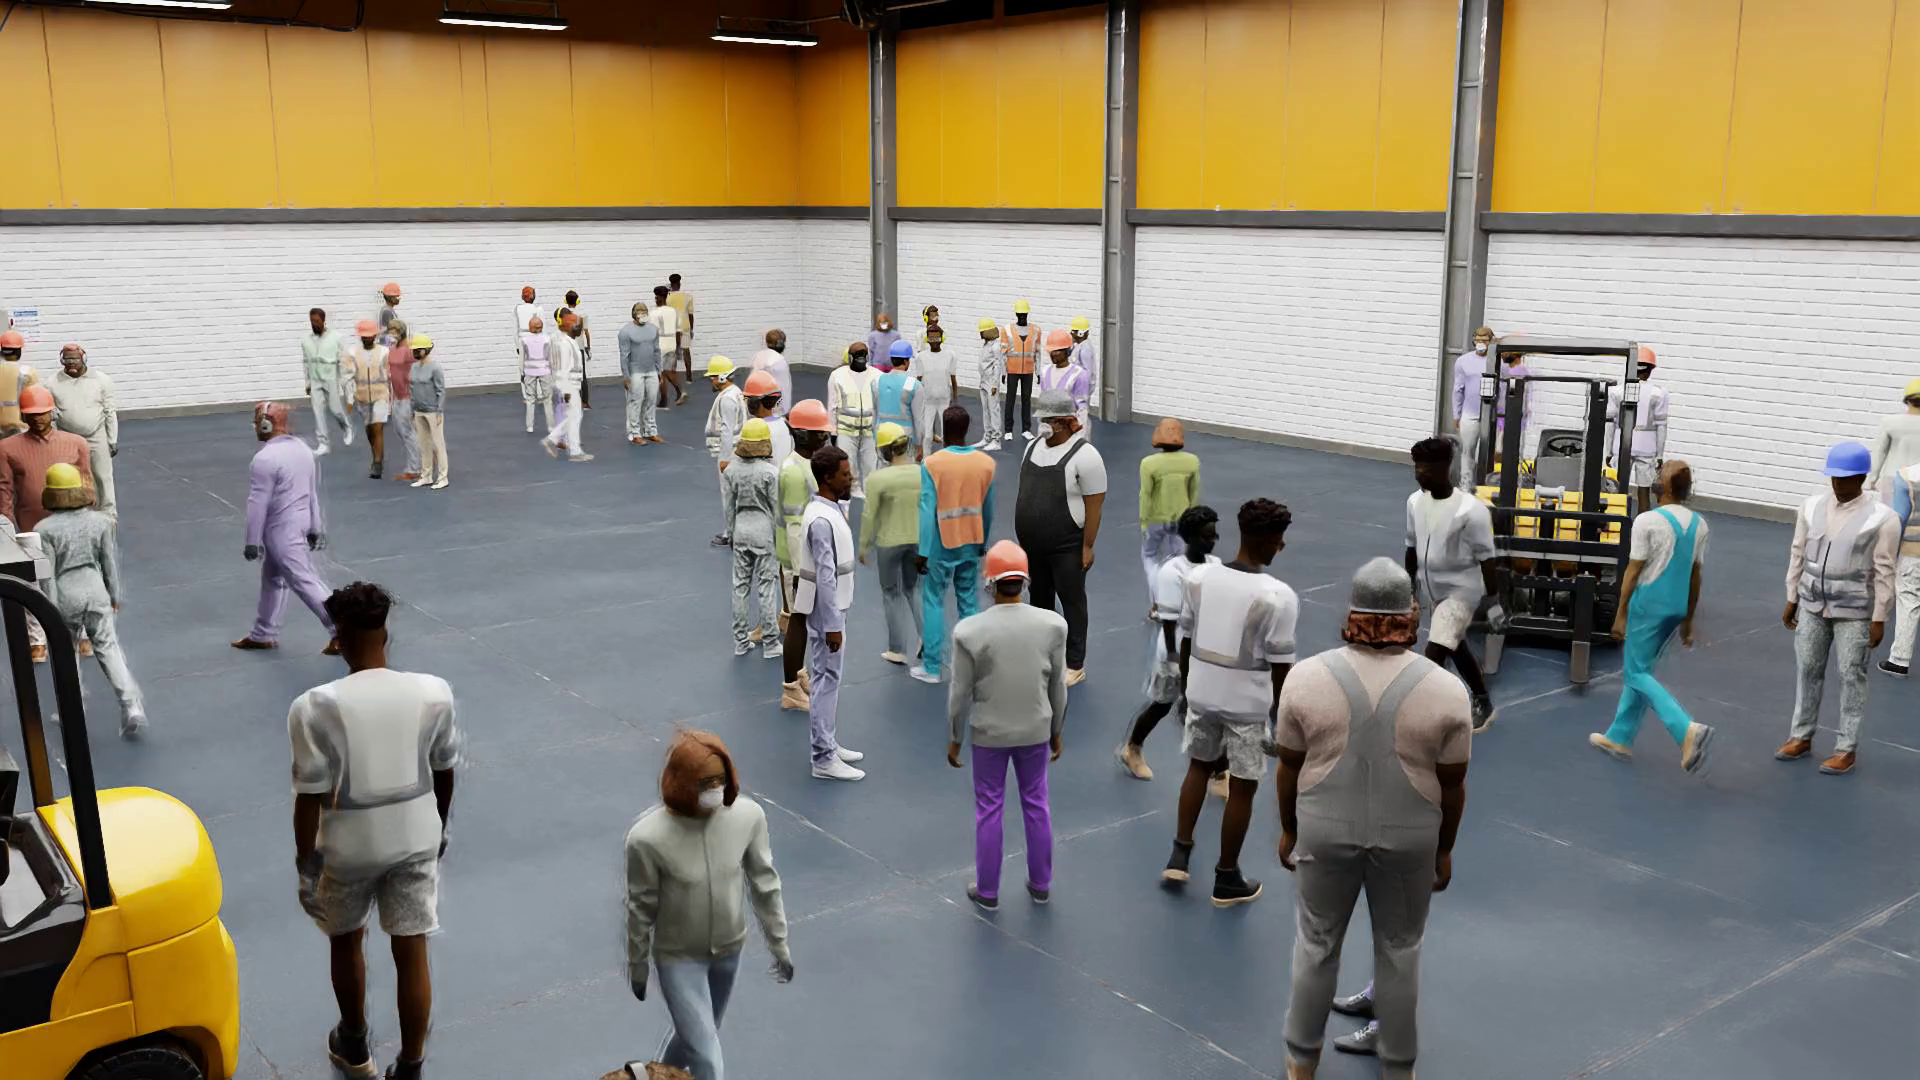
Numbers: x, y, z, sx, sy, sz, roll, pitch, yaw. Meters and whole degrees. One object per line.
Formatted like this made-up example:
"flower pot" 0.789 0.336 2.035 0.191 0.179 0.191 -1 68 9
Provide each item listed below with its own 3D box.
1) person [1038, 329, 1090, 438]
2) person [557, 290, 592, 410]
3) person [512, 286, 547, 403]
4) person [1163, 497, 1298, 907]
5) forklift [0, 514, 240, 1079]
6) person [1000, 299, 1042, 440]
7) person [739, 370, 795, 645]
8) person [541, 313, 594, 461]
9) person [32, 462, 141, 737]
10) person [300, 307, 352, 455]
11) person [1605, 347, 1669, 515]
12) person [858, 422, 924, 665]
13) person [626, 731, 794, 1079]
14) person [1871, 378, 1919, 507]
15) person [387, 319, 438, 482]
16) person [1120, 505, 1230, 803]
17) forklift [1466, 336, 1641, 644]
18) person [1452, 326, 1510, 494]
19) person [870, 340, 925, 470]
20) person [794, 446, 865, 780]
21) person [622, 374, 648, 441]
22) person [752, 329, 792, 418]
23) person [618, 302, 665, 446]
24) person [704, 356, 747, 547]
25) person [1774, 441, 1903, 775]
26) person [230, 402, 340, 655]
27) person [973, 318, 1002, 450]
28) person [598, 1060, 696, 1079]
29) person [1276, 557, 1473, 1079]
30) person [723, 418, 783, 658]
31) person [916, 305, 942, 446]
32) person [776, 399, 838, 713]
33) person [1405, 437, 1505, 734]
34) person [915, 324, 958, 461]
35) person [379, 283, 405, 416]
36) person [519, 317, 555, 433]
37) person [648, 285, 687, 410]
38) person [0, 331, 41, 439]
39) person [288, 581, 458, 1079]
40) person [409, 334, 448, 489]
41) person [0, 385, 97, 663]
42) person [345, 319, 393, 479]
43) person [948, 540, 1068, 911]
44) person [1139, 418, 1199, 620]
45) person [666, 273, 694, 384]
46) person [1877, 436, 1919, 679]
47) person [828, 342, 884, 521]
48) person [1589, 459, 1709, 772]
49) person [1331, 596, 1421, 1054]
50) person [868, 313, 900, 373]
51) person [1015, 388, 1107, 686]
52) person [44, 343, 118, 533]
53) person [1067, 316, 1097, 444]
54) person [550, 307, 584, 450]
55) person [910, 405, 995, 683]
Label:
"person" 0.981 -1.059 16.368 0.398 2.034 0.610 -11 16 -43
"person" -6.020 -2.956 25.932 0.532 1.868 0.310 -3 12 -13
"person" -6.892 -3.134 26.747 0.574 1.887 0.356 3 12 12
"person" 1.278 0.757 7.814 0.647 1.939 0.461 11 16 42
"forklift" -3.687 1.115 5.480 2.313 2.155 1.214 -9 15 -36
"person" 0.836 -2.325 22.737 0.587 1.928 0.381 -2 12 -12
"person" -1.452 -0.236 12.365 0.377 2.045 0.605 7 14 30
"person" -4.991 -1.927 20.998 0.641 1.857 0.646 -1 12 -3
"person" -5.404 0.368 10.267 0.836 1.707 0.494 8 14 35
"person" -8.242 -2.085 21.652 0.601 1.895 0.690 1 12 5
"person" 6.318 -0.838 15.562 0.547 1.926 0.390 8 14 34
"person" -0.424 0.031 11.815 0.558 1.737 0.454 -7 14 -30
"person" -0.884 1.382 5.653 0.520 1.595 0.851 -8 14 -34
"person" 8.313 -0.547 14.618 0.528 1.746 0.737 5 13 23
"person" -6.415 -1.651 19.532 0.586 1.911 0.665 -11 16 -42
"person" 1.246 0.607 9.240 0.533 1.663 0.873 -8 14 -35
"forklift" 4.683 -0.471 13.136 1.214 2.155 2.313 4 12 20
"person" 5.663 -1.360 18.091 0.623 1.932 0.372 6 13 28
"person" -0.595 -0.980 16.229 0.601 1.939 0.410 7 13 29
"person" -0.755 0.410 9.549 0.391 1.922 0.593 -1 12 -4
"person" -4.378 -2.175 22.717 0.513 1.638 0.313 -9 15 -37
"person" -2.136 -1.501 19.023 0.436 1.819 0.653 -6 13 -28
"person" -4.262 -2.225 22.269 0.387 1.927 0.640 11 16 42
"person" -2.222 -0.846 15.863 0.403 1.821 0.602 -1 12 -3
"person" 5.077 0.385 9.640 0.418 1.939 0.615 -7 14 -31
"person" -4.875 -0.078 12.067 1.008 1.861 0.654 1 12 3
"person" 0.367 -2.050 21.879 0.305 1.736 0.484 -5 13 -23
"person" -0.534 1.799 3.024 0.331 1.844 0.519 -8 14 -34
"person" 1.513 1.051 6.162 0.687 2.000 0.541 3 12 15
"person" -1.464 -0.016 12.035 0.493 1.743 0.295 5 13 25
"person" -0.385 -2.212 22.333 0.328 1.872 0.514 8 14 34
"person" -0.983 0.101 10.775 0.406 2.035 0.607 1 12 3
"person" 2.978 0.313 10.096 1.026 1.893 0.665 -6 13 -25
"person" -0.271 -1.573 19.282 0.510 1.861 0.324 0 12 -1
"person" -8.532 -2.864 25.120 0.446 2.028 0.605 -4 13 -21
"person" -5.953 -2.321 23.452 0.513 1.630 0.318 -2 12 -8
"person" -4.593 -2.985 25.865 0.477 1.951 0.617 8 14 33
"person" -9.928 -1.258 17.625 0.565 1.906 0.794 -1 12 -3
"person" -2.176 1.100 6.173 0.620 1.928 0.769 -8 14 -33
"person" -6.082 -1.462 18.965 0.525 1.769 0.315 7 14 30
"person" -6.509 -0.116 11.906 0.614 1.993 0.395 -7 13 -30
"person" -7.033 -1.718 19.932 0.555 1.890 1.013 -2 12 -9
"person" 0.220 0.863 7.769 0.567 1.750 0.341 -3 12 -14
"person" 1.612 -0.147 12.972 0.505 1.618 0.333 -3 12 -12
"person" -5.003 -3.734 29.459 0.605 1.962 0.373 -4 12 -18
"person" 6.664 0.056 11.470 0.588 1.834 0.403 0 12 2
"person" -1.042 -1.115 17.101 0.626 1.847 0.429 -3 12 -13
"person" 4.097 0.441 9.651 0.576 1.802 0.771 -5 13 -23
"person" 1.679 1.087 6.467 0.389 1.843 0.565 2 12 11
"person" -1.154 -2.622 24.984 0.533 1.602 0.619 -4 12 -18
"person" 0.627 -0.023 11.345 0.536 2.000 0.676 -11 16 -43
"person" -8.622 -0.984 16.351 0.636 1.900 0.401 -4 12 -19
"person" 1.504 -1.888 20.858 0.404 1.830 0.602 0 12 -1
"person" -5.205 -2.133 21.953 0.328 1.872 0.508 1 12 6
"person" -0.034 0.030 11.416 0.644 1.906 0.461 -8 14 -34
